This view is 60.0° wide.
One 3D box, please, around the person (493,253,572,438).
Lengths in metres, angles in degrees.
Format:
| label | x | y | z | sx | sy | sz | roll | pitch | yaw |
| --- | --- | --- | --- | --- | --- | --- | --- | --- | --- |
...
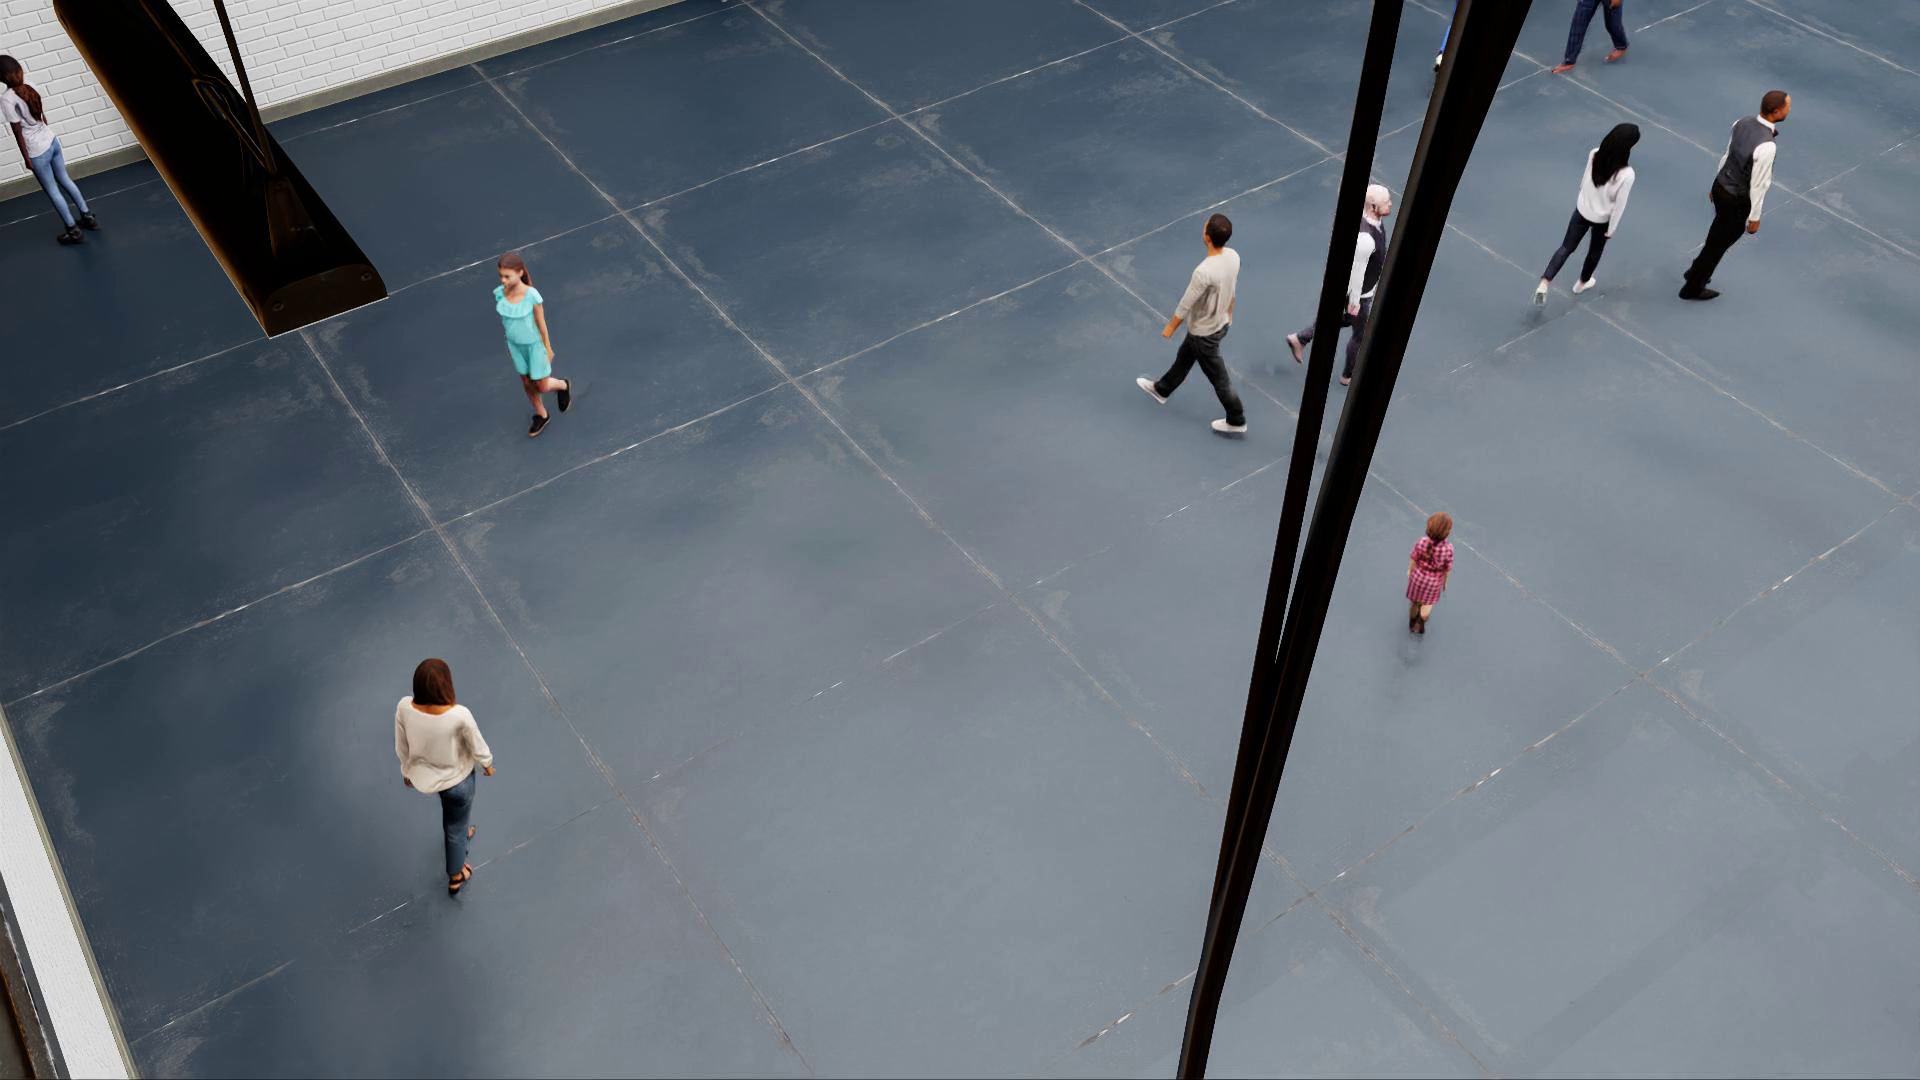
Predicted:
| label | x | y | z | sx | sy | sz | roll | pitch | yaw |
| --- | --- | --- | --- | --- | --- | --- | --- | --- | --- |
| person | -3.188 | -1.505 | 12.425 | 0.745 | 1.551 | 0.833 | 15 | 46 | 15 |

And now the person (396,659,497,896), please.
| label | x | y | z | sx | sy | sz | roll | pitch | yaw |
| --- | --- | --- | --- | --- | --- | --- | --- | --- | --- |
| person | -2.933 | 1.366 | 9.336 | 0.818 | 1.655 | 0.878 | 8 | 44 | 9 |

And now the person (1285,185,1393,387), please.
| label | x | y | z | sx | sy | sz | roll | pitch | yaw |
| --- | --- | --- | --- | --- | --- | --- | --- | --- | --- |
| person | 2.951 | -1.925 | 12.685 | 1.125 | 1.800 | 1.077 | 9 | 44 | 9 |

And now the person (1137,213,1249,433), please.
| label | x | y | z | sx | sy | sz | roll | pitch | yaw |
| --- | --- | --- | --- | --- | --- | --- | --- | --- | --- |
| person | 1.916 | -1.525 | 12.296 | 1.046 | 1.758 | 1.227 | 22 | 48 | 22 |

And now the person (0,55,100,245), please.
| label | x | y | z | sx | sy | sz | roll | pitch | yaw |
| --- | --- | --- | --- | --- | --- | --- | --- | --- | --- |
| person | -7.857 | -3.346 | 14.235 | 0.697 | 1.720 | 0.651 | 4 | 44 | 4 |

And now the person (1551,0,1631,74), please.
| label | x | y | z | sx | sy | sz | roll | pitch | yaw |
| --- | --- | --- | --- | --- | --- | --- | --- | --- | --- |
| person | 6.472 | -5.495 | 16.441 | 1.165 | 1.789 | 0.750 | -21 | 47 | -21 |

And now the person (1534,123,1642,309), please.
| label | x | y | z | sx | sy | sz | roll | pitch | yaw |
| --- | --- | --- | --- | --- | --- | --- | --- | --- | --- |
| person | 5.091 | -2.608 | 13.497 | 1.060 | 1.669 | 0.676 | -32 | 52 | -29 |

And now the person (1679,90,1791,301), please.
| label | x | y | z | sx | sy | sz | roll | pitch | yaw |
| --- | --- | --- | --- | --- | --- | --- | --- | --- | --- |
| person | 6.193 | -2.773 | 13.499 | 0.861 | 1.906 | 0.846 | -3 | 44 | -4 |

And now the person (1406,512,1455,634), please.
| label | x | y | z | sx | sy | sz | roll | pitch | yaw |
| --- | --- | --- | --- | --- | --- | --- | --- | --- | --- |
| person | 3.079 | 0.252 | 10.968 | 0.535 | 1.018 | 0.597 | 17 | 46 | 17 |
